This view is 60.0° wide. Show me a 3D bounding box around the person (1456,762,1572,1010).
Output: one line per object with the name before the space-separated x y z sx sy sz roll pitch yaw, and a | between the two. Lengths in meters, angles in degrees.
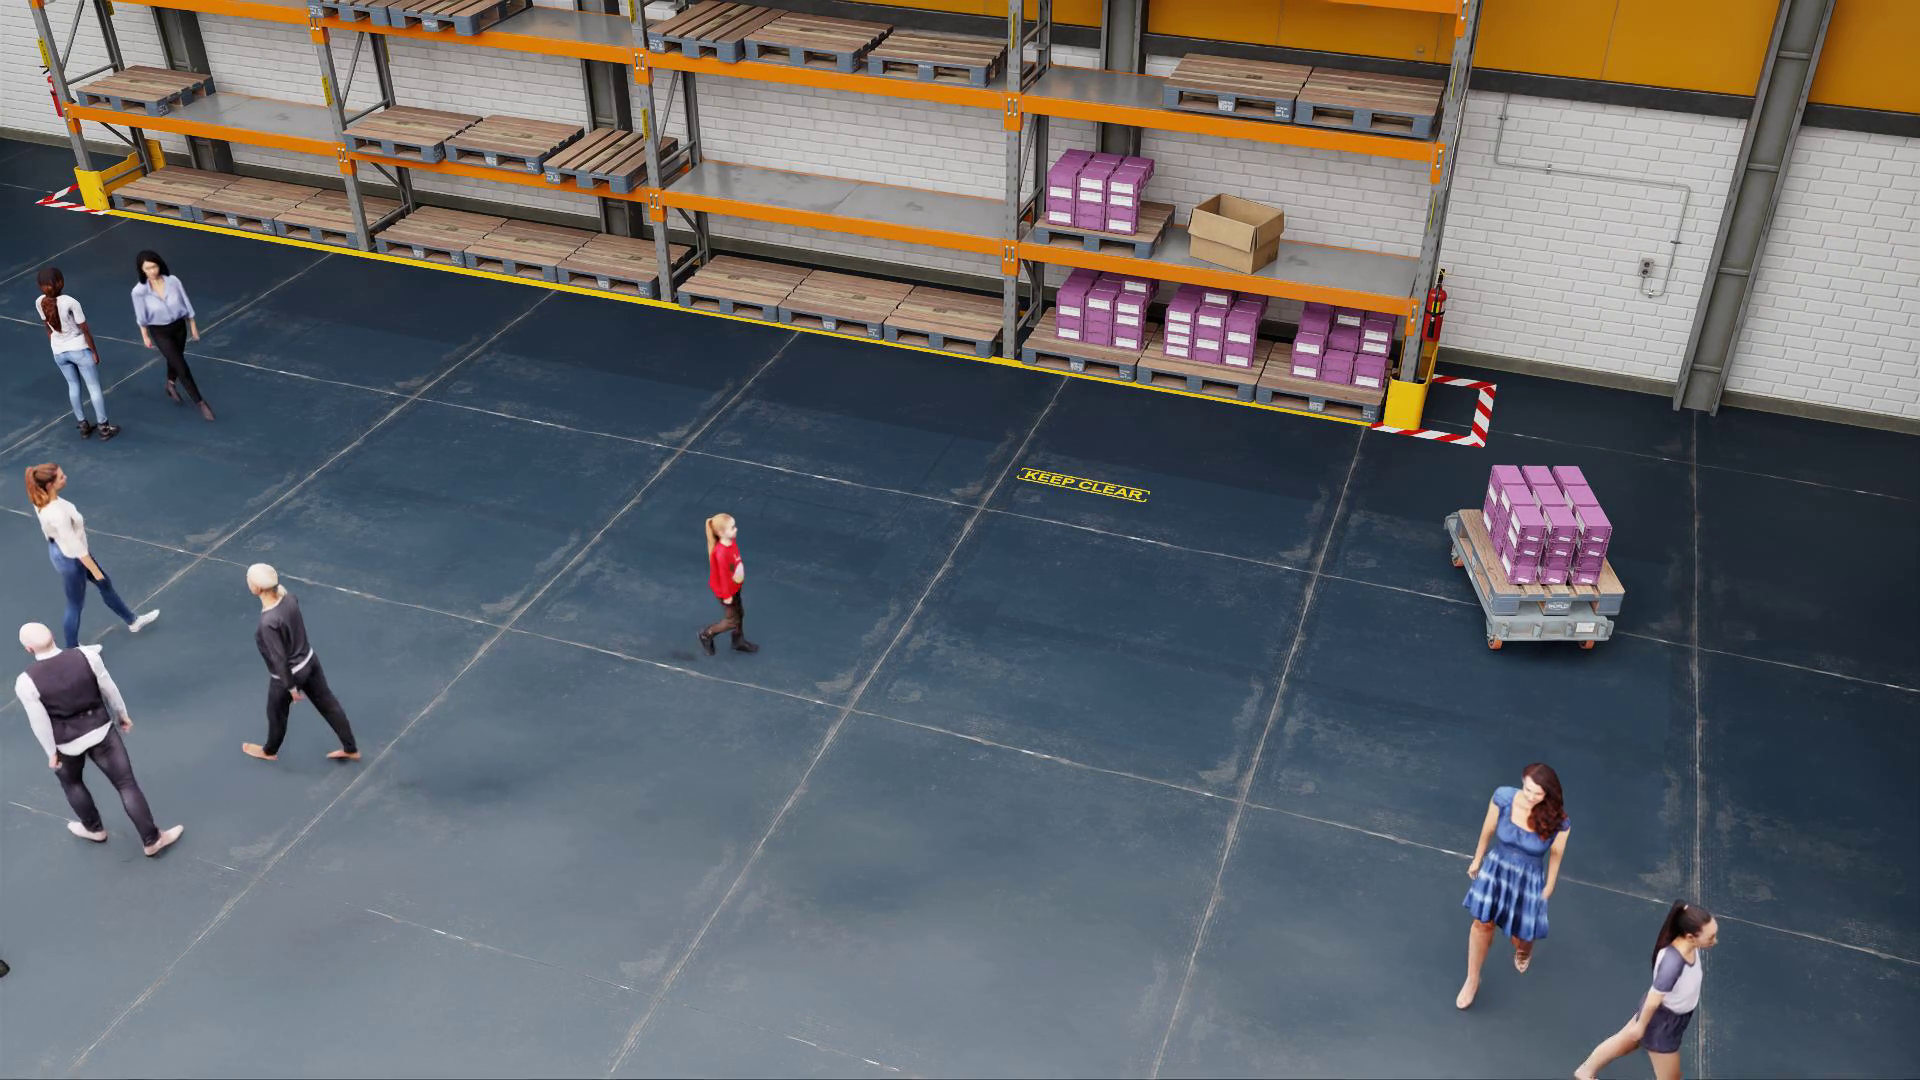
person | 3.266 2.004 9.802 0.863 1.794 0.876 23 40 31

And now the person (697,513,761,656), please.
person | -1.824 0.364 12.741 0.731 1.271 0.577 4 34 6

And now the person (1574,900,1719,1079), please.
person | 3.750 2.579 9.108 1.078 1.605 0.778 21 39 29

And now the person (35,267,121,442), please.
person | -8.270 -1.740 15.502 0.548 1.720 0.686 2 34 3

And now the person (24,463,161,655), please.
person | -6.820 0.202 12.605 1.018 1.692 1.022 -21 39 -29

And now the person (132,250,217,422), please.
person | -7.585 -1.985 15.890 1.206 1.698 0.951 27 42 34

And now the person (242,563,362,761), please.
person | -4.553 0.897 11.561 1.083 1.690 0.718 6 34 9

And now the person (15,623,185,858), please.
person | -5.654 1.329 10.824 0.988 1.787 1.080 -24 41 -32
